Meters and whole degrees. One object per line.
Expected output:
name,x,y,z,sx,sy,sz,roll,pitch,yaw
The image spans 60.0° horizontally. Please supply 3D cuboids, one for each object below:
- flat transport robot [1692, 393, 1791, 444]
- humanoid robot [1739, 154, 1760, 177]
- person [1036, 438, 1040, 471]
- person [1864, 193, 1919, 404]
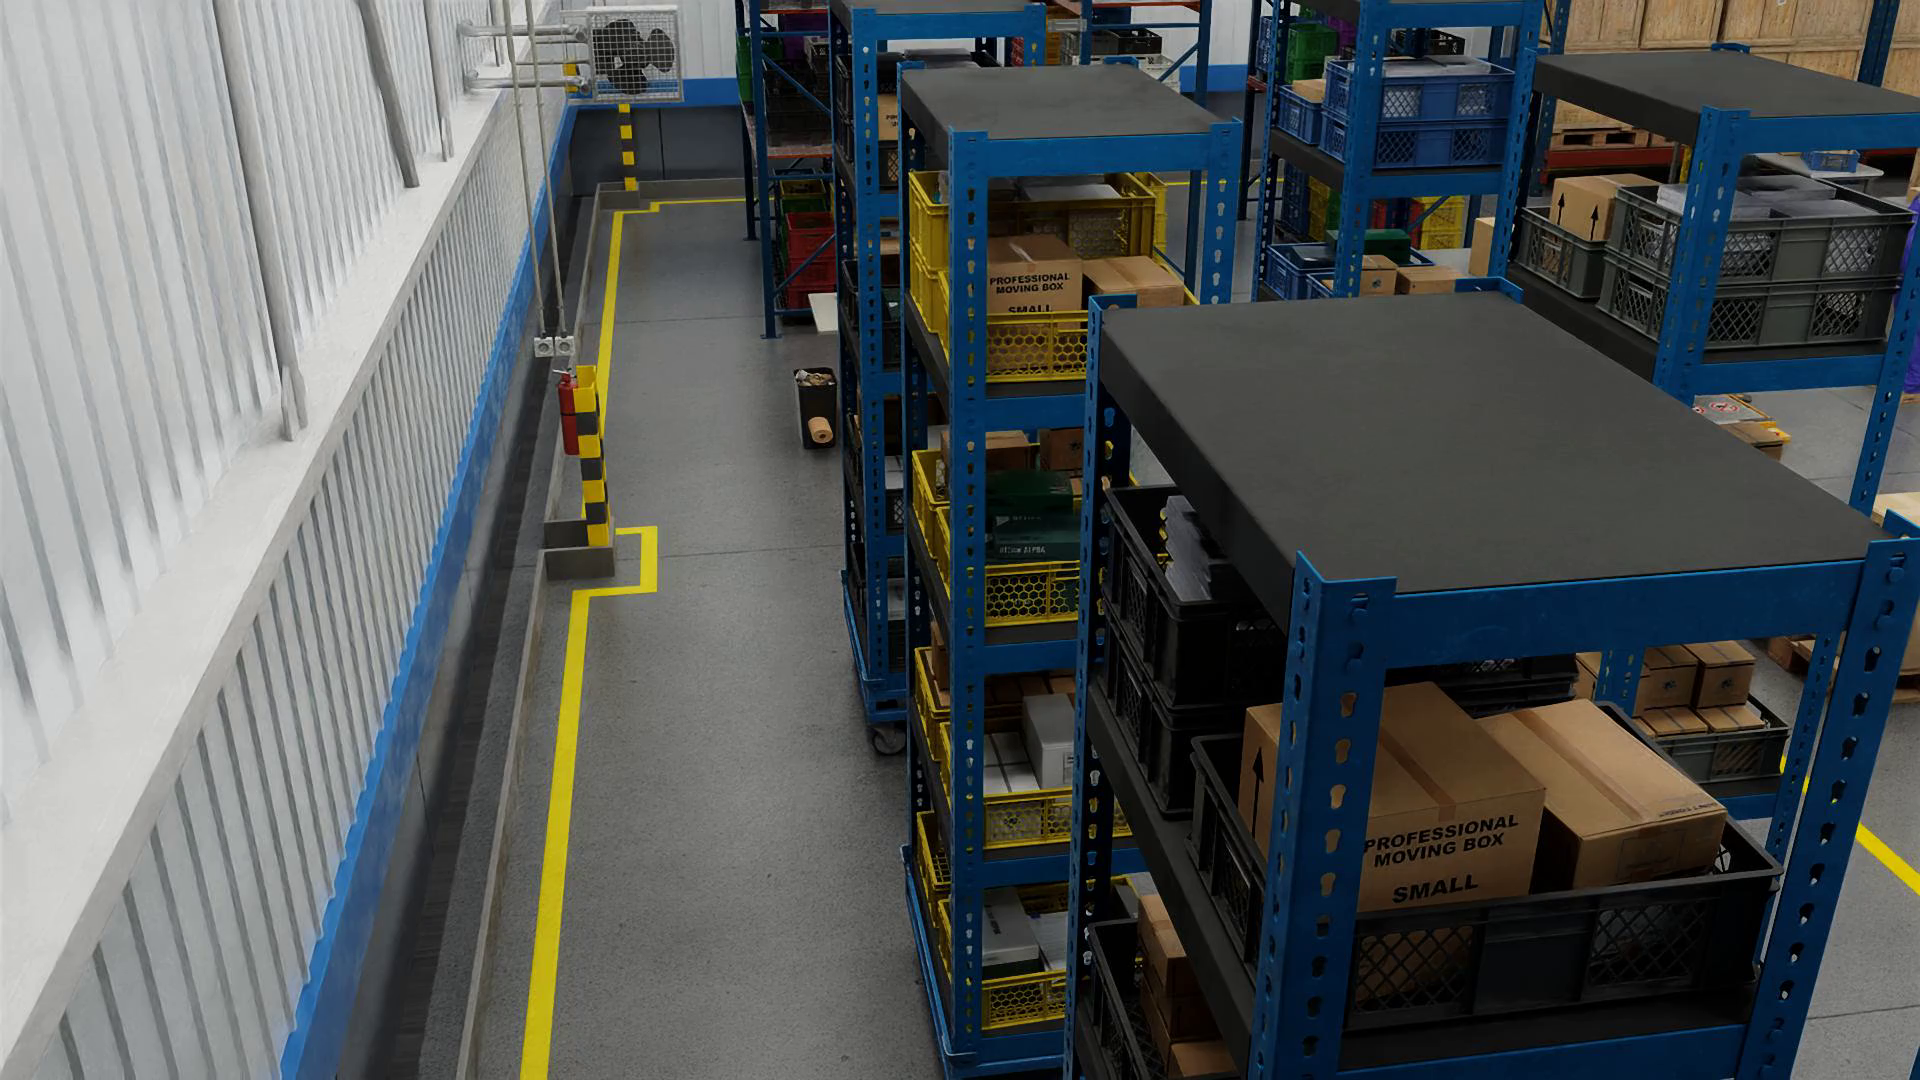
flat transport robot,5.224,-0.859,12.132,1.431,0.197,0.652,-4,25,-8
humanoid robot,6.346,-2.344,13.757,0.603,1.636,0.718,16,29,31
person,0.576,-0.720,10.136,0.929,1.711,0.531,16,29,30
person,7.314,-2.058,12.654,0.535,2.000,0.678,3,25,5
